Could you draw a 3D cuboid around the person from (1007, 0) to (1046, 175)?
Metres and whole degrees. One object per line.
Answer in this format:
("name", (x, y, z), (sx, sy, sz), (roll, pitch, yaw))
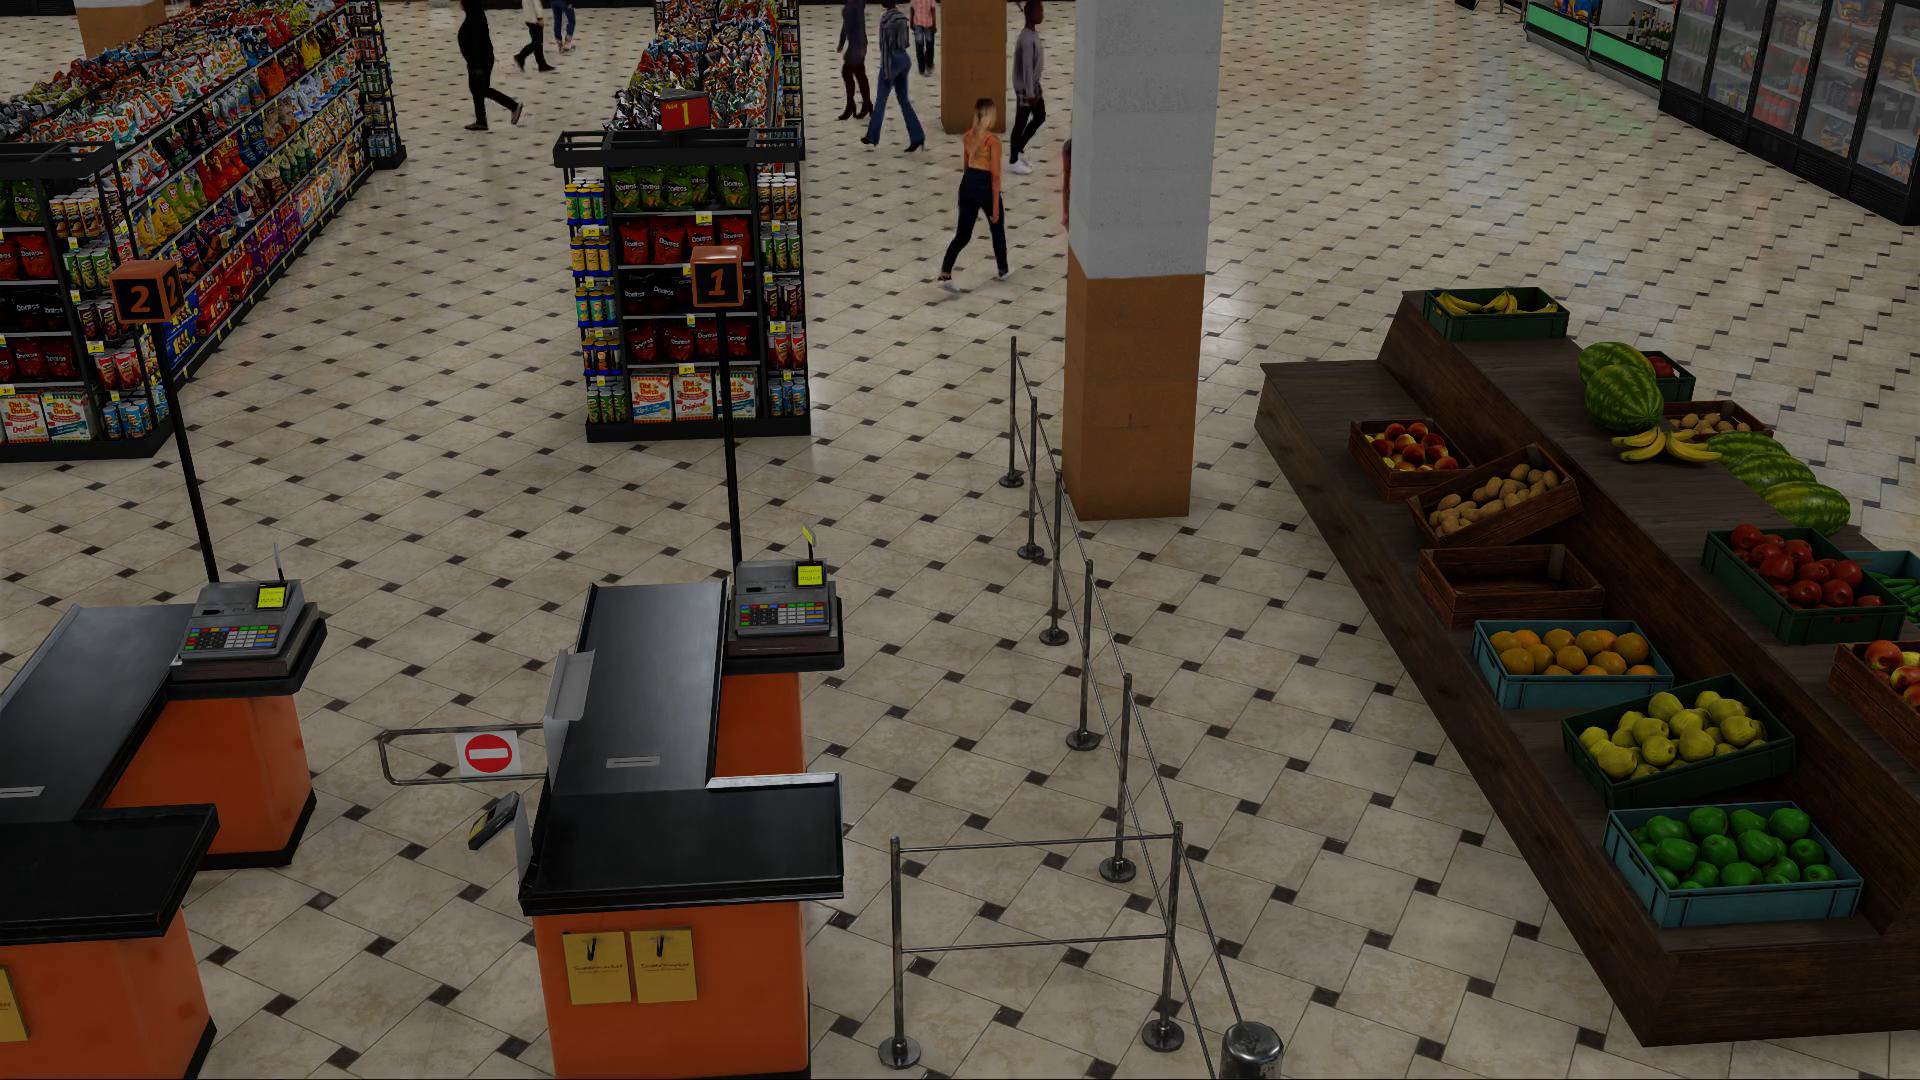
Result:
("person", (0.614, -4.740, 17.437), (0.805, 1.758, 0.667), (10, 28, 18))

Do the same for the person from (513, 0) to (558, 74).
("person", (-5.719, -6.916, 22.075), (0.834, 1.445, 0.867), (-14, 30, -26))

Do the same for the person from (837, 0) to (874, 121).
("person", (-1.146, -5.848, 19.689), (0.713, 1.698, 0.678), (-7, 28, -14))

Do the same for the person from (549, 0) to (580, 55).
("person", (-5.668, -7.593, 23.376), (0.679, 1.476, 0.695), (12, 29, 22))

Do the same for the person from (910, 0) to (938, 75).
("person", (-0.497, -6.864, 22.145), (0.596, 1.289, 0.807), (2, 27, 3))

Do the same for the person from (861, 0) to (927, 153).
("person", (-0.615, -5.081, 18.136), (1.089, 1.736, 1.123), (9, 28, 16))

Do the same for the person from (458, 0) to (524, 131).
("person", (-5.436, -5.504, 19.117), (0.843, 1.602, 0.927), (-9, 28, -17))

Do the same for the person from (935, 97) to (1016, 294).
("person", (0.099, -2.815, 13.837), (1.182, 1.582, 1.131), (-24, 36, -39))
